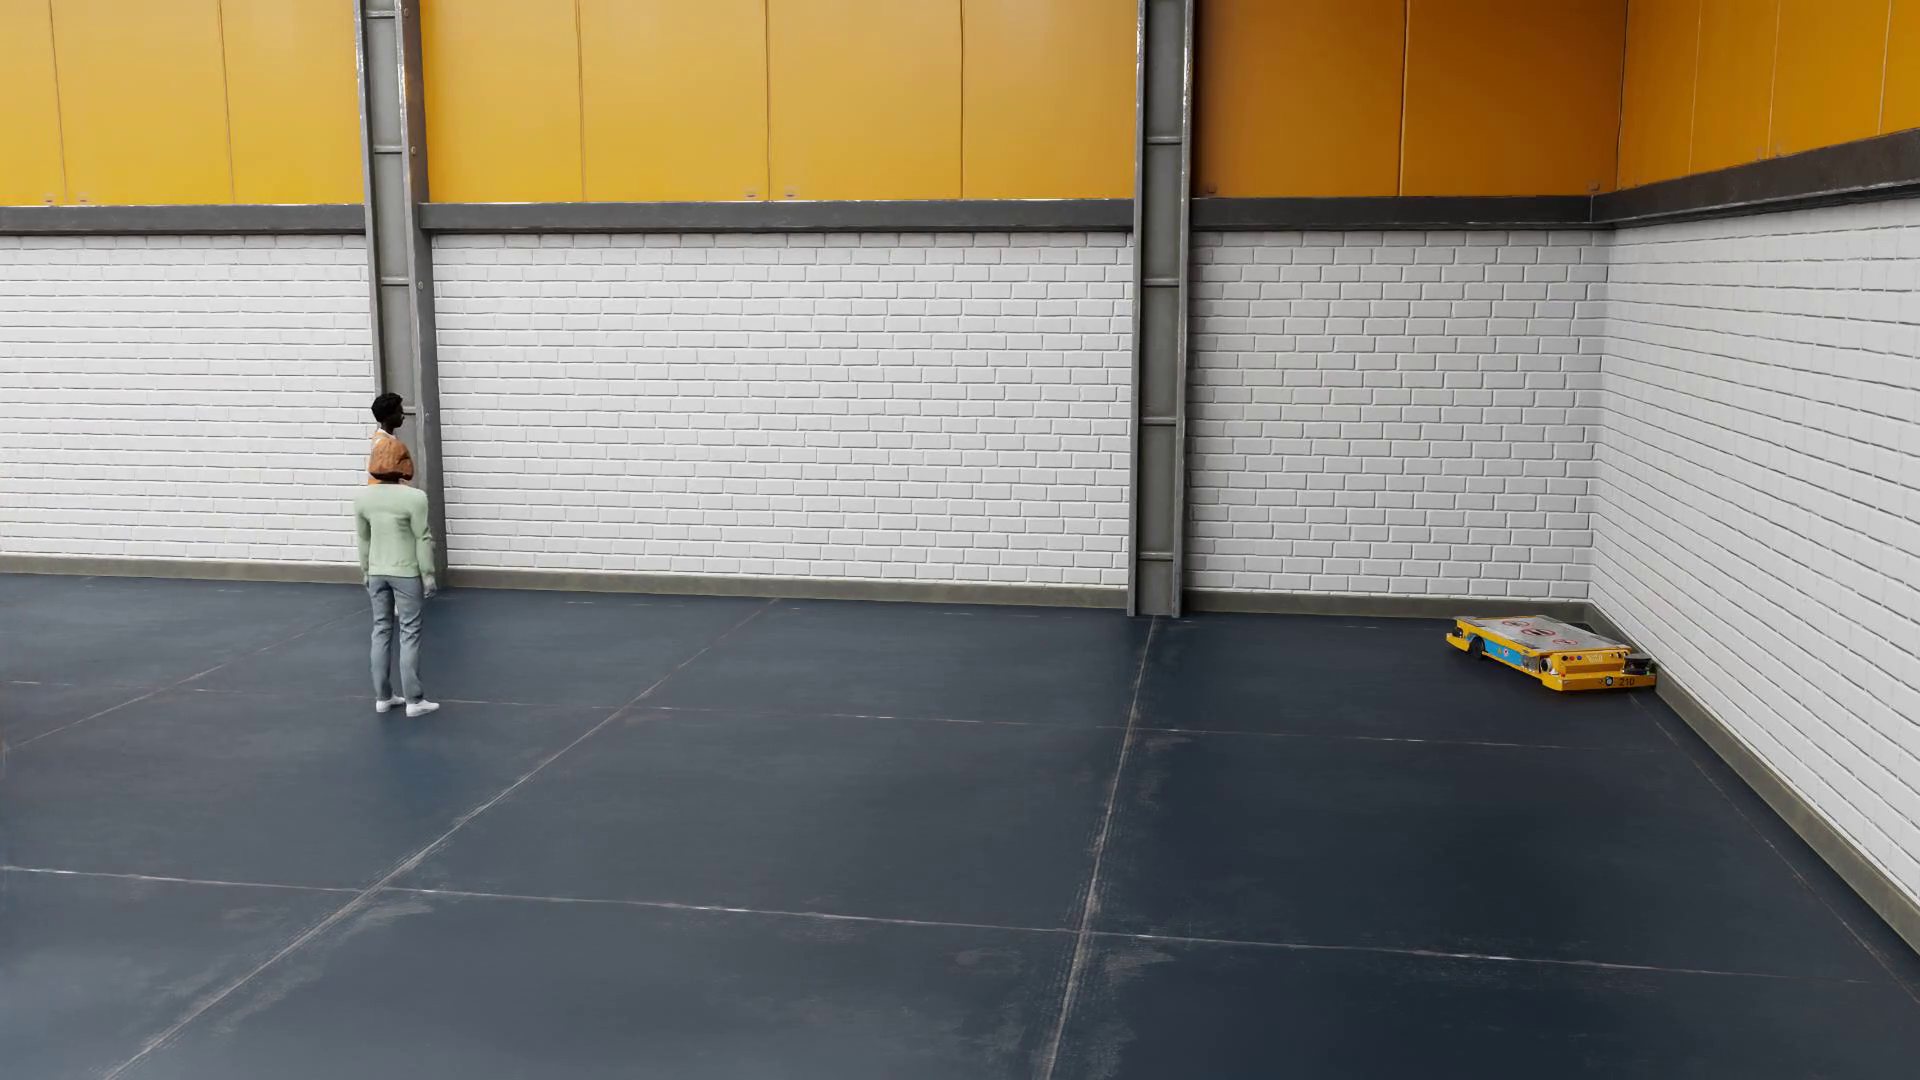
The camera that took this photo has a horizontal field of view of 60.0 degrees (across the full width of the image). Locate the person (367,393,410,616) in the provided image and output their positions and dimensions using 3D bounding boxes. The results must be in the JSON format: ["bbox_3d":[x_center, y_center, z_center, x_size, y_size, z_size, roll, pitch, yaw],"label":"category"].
[{"bbox_3d":[-4.324,-0.270,12.595,0.320,1.689,0.525,-3,10,-19],"label":"person"}]

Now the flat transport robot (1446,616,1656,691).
[{"bbox_3d":[3.835,0.714,10.887,0.652,0.197,1.431,-2,9,-12],"label":"flat transport robot"}]

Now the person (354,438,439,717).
[{"bbox_3d":[-3.299,0.221,9.756,0.503,1.634,0.298,3,10,20],"label":"person"}]
